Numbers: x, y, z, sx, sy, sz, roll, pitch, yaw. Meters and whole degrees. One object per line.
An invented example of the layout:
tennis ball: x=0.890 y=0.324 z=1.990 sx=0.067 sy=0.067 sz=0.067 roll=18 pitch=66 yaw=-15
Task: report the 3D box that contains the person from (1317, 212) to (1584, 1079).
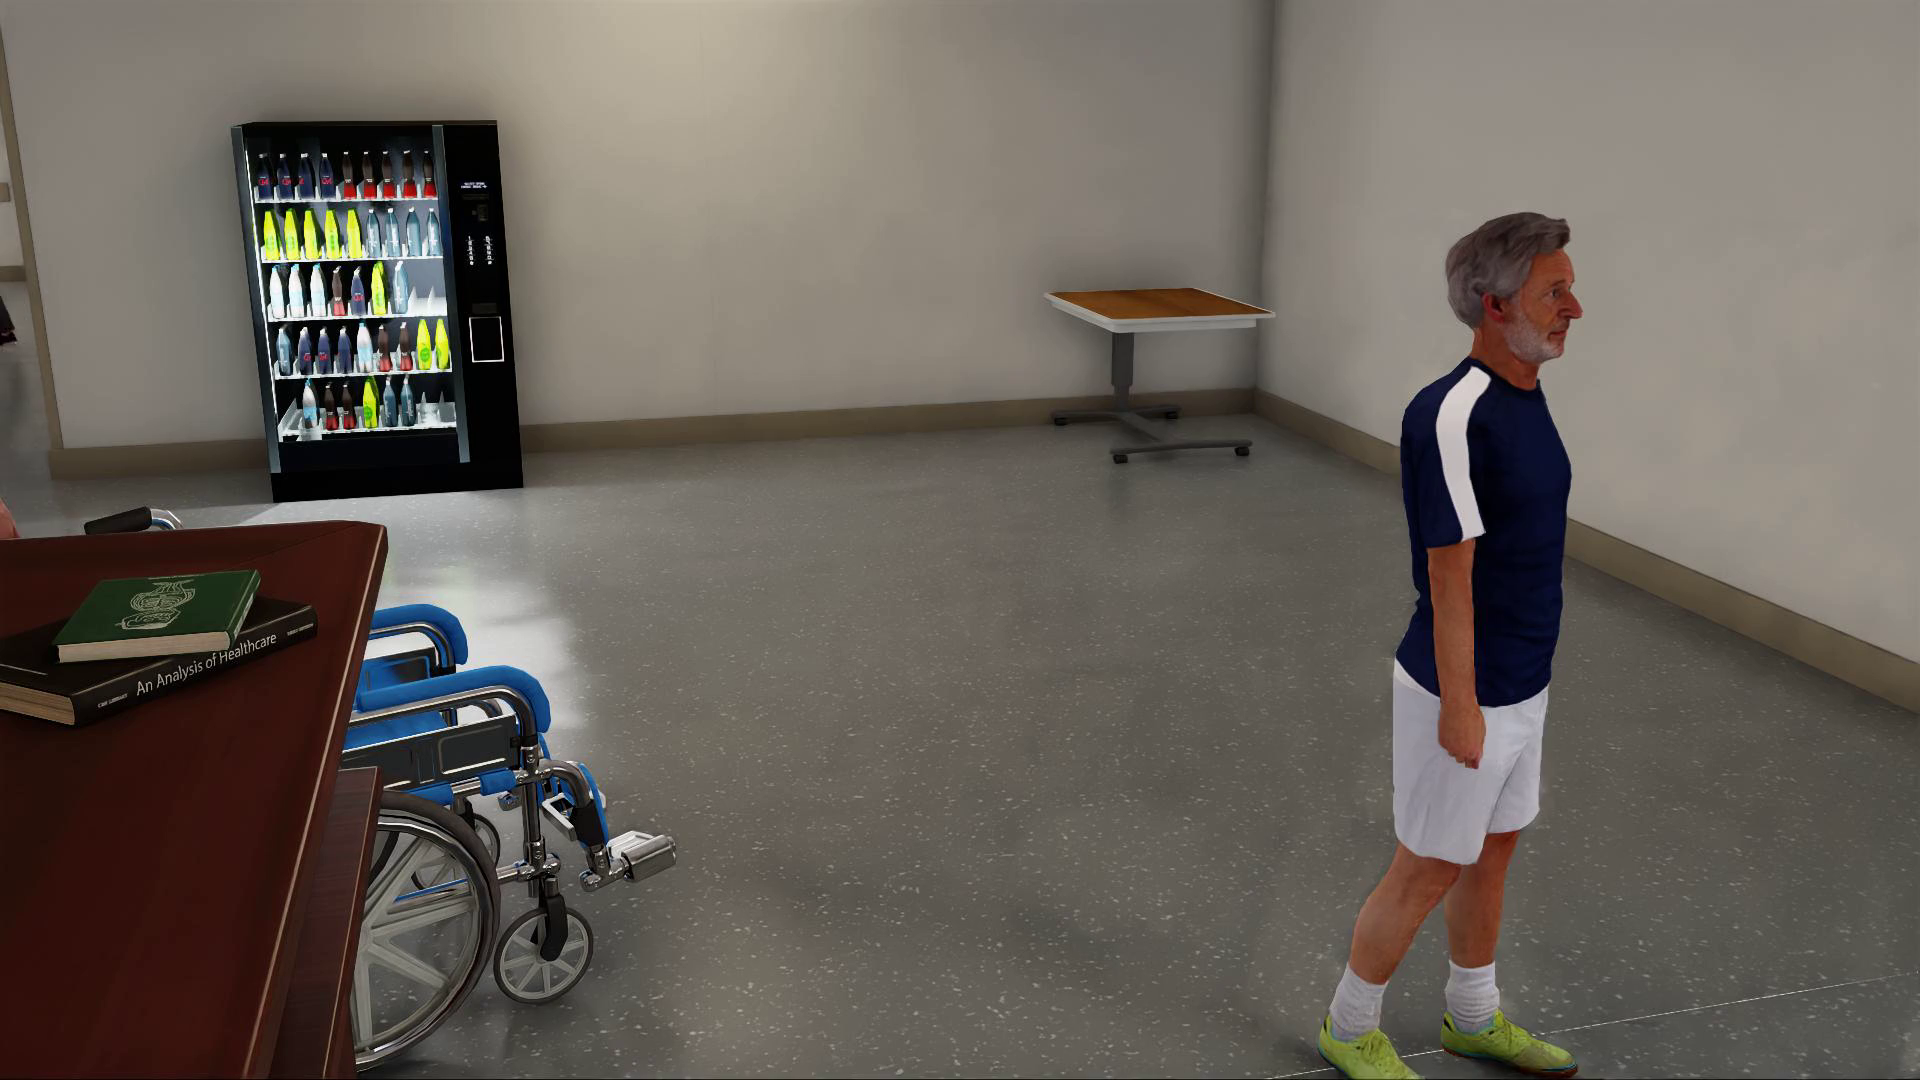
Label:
person: x=1.010 y=0.257 z=3.366 sx=0.889 sy=1.839 sz=0.831 roll=11 pitch=19 yaw=33
